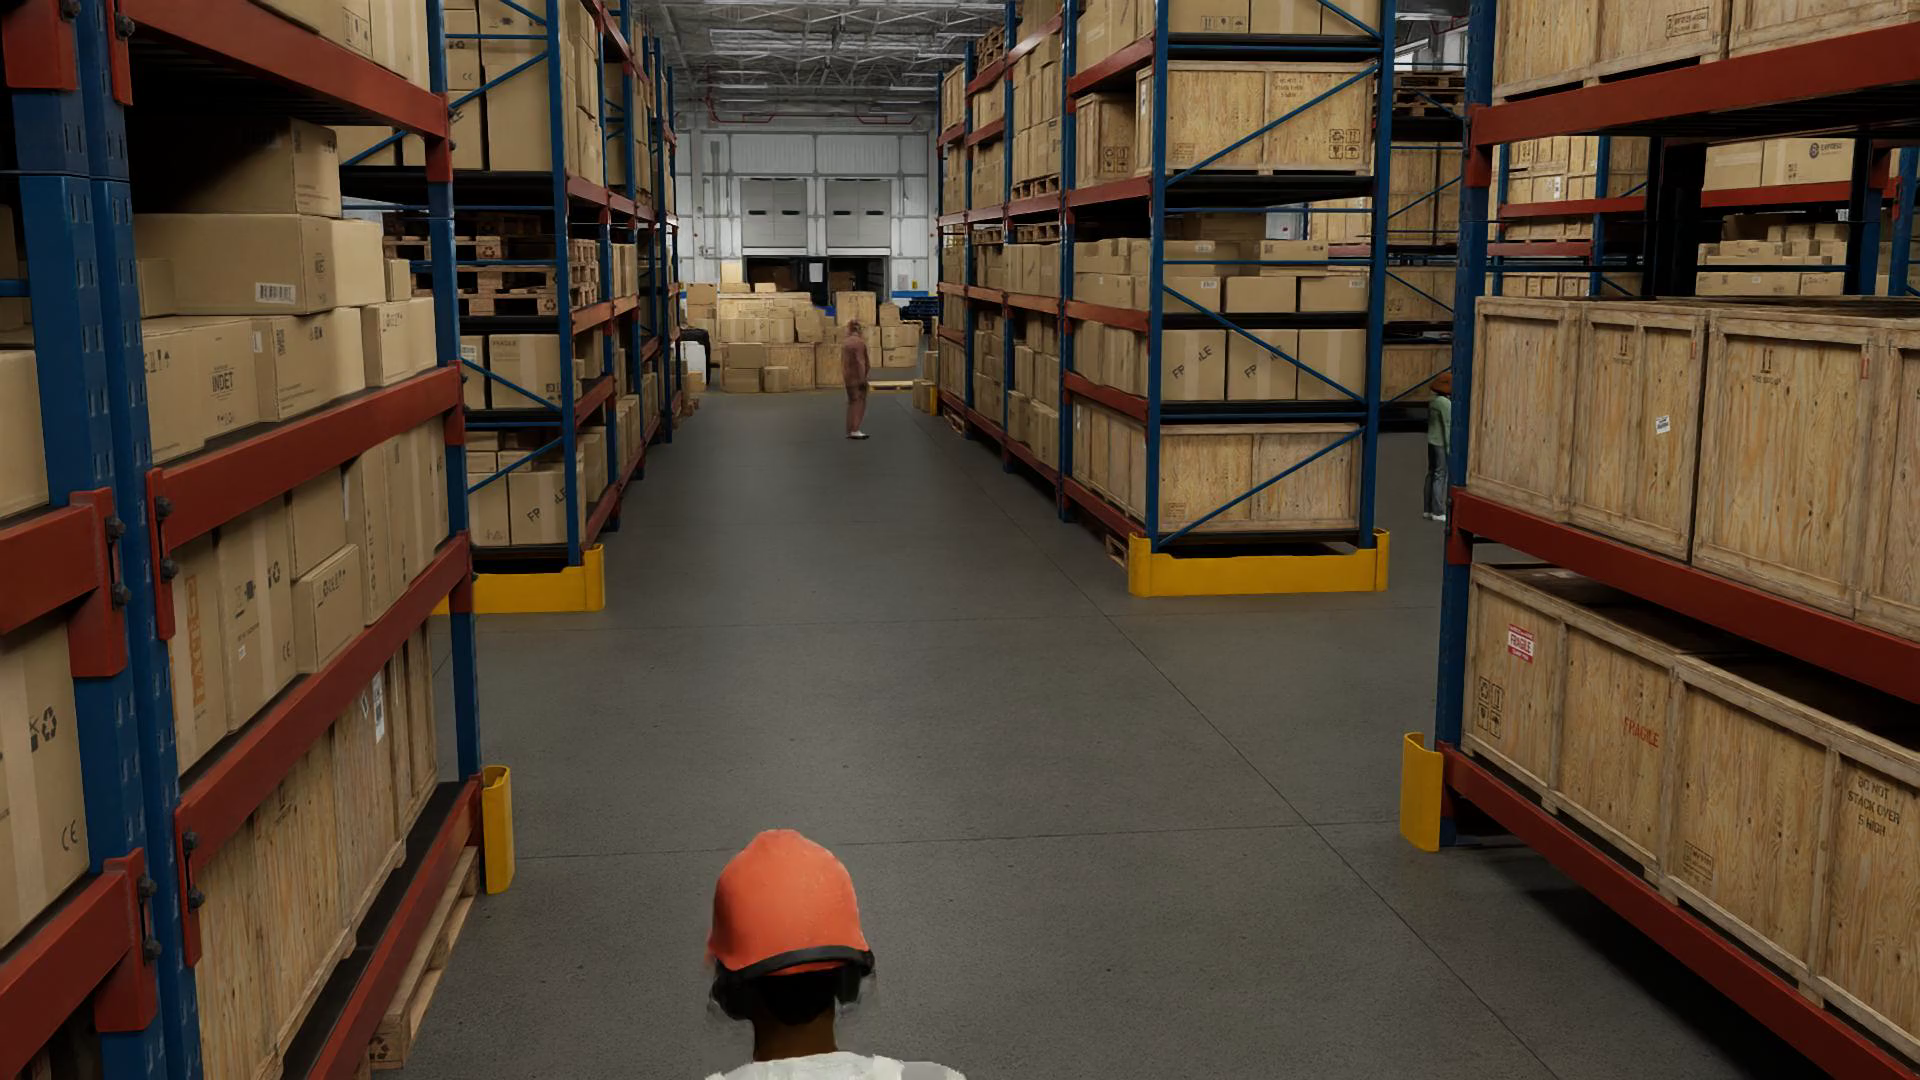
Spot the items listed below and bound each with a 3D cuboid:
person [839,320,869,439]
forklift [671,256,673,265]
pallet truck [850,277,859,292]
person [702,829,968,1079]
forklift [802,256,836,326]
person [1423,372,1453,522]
[{"bbox_3d":[-1.650,-2.533,26.291,0.448,1.863,0.761,-6,11,-29],"label":"person"},{"bbox_3d":[-10.987,-9.066,61.344,1.129,2.768,1.873,-1,10,-7],"label":"forklift"},{"bbox_3d":[-3.782,-9.391,65.808,1.885,1.965,0.823,2,10,10],"label":"pallet truck"},{"bbox_3d":[-0.280,1.453,2.731,0.634,1.982,1.080,-3,10,-15],"label":"person"},{"bbox_3d":[-5.050,-8.557,58.384,1.129,2.768,1.873,-6,12,-33],"label":"forklift"},{"bbox_3d":[5.234,-1.014,18.095,0.280,1.633,0.502,-1,10,-7],"label":"person"}]
